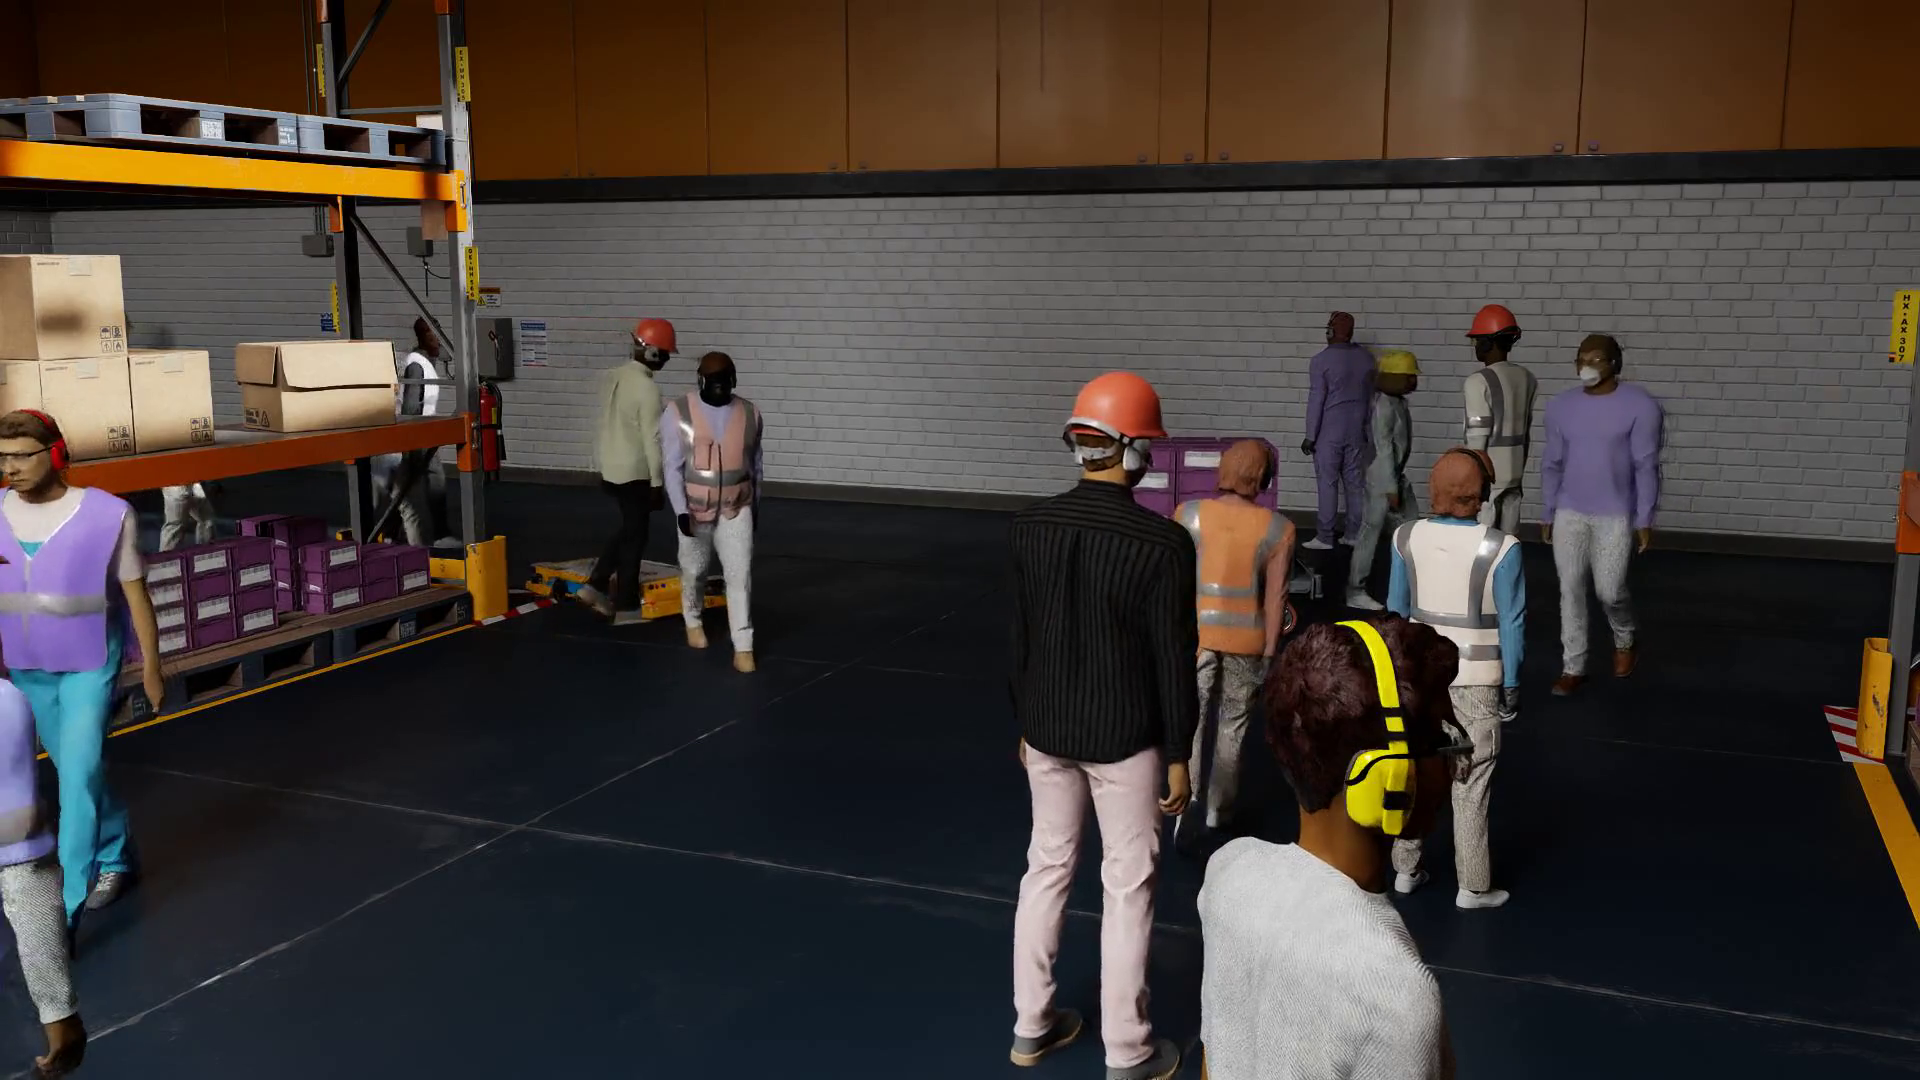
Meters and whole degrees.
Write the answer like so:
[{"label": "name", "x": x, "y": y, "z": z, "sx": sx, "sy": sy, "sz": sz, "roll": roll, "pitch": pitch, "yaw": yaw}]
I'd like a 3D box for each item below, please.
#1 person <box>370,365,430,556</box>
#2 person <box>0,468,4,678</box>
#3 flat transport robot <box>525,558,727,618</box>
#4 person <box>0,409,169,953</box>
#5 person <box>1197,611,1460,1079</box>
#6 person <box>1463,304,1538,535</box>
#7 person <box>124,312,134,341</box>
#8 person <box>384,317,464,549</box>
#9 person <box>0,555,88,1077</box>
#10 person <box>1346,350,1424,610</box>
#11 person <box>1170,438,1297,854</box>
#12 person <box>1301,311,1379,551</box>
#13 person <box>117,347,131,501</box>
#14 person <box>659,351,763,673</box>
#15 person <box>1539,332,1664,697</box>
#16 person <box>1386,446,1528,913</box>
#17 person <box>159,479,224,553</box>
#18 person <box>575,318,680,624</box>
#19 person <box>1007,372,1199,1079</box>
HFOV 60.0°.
[{"label": "person", "x": -3.965, "y": -0.472, "z": 11.791, "sx": 0.714, "sy": 1.608, "sz": 0.510, "roll": -8, "pitch": 12, "yaw": -40}, {"label": "person", "x": -3.815, "y": 0.273, "z": 6.300, "sx": 0.359, "sy": 1.937, "sz": 0.635, "roll": -1, "pitch": 9, "yaw": -7}, {"label": "flat transport robot", "x": -2.254, "y": 0.293, "z": 11.215, "sx": 1.431, "sy": 0.197, "sz": 0.652, "roll": 8, "pitch": 13, "yaw": 41}, {"label": "person", "x": -3.047, "y": 0.464, "z": 5.571, "sx": 0.562, "sy": 1.788, "sz": 0.944, "roll": 0, "pitch": 9, "yaw": 1}, {"label": "person", "x": 0.467, "y": 1.007, "z": 2.057, "sx": 0.329, "sy": 1.872, "sz": 0.508, "roll": -3, "pitch": 10, "yaw": -18}, {"label": "person", "x": 3.118, "y": -0.362, "z": 9.829, "sx": 0.614, "sy": 2.041, "sz": 0.393, "roll": -8, "pitch": 12, "yaw": -39}, {"label": "person", "x": -9.350, "y": -1.651, "z": 18.448, "sx": 0.407, "sy": 1.787, "sz": 0.705, "roll": -7, "pitch": 12, "yaw": -38}, {"label": "person", "x": -4.355, "y": -0.855, "z": 13.371, "sx": 0.686, "sy": 1.869, "sz": 0.642, "roll": -2, "pitch": 10, "yaw": -14}, {"label": "person", "x": -1.996, "y": 0.831, "z": 3.120, "sx": 0.562, "sy": 1.885, "sz": 0.956, "roll": 3, "pitch": 10, "yaw": 17}, {"label": "person", "x": 2.906, "y": -0.370, "z": 10.841, "sx": 0.796, "sy": 1.711, "sz": 0.514, "roll": 5, "pitch": 11, "yaw": 30}, {"label": "person", "x": 1.016, "y": 0.411, "z": 6.432, "sx": 0.528, "sy": 1.610, "sz": 0.682, "roll": 2, "pitch": 10, "yaw": 14}, {"label": "person", "x": 3.002, "y": -0.863, "z": 13.277, "sx": 0.638, "sy": 1.910, "sz": 0.407, "roll": -5, "pitch": 10, "yaw": -26}, {"label": "person", "x": -8.210, "y": -1.282, "z": 15.889, "sx": 0.355, "sy": 1.882, "sz": 0.576, "roll": 9, "pitch": 13, "yaw": 44}, {"label": "person", "x": -1.425, "y": -0.192, "z": 9.585, "sx": 0.606, "sy": 1.809, "sz": 0.935, "roll": -3, "pitch": 10, "yaw": -18}, {"label": "person", "x": 3.373, "y": -0.133, "z": 8.792, "sx": 0.639, "sy": 1.928, "sz": 0.526, "roll": 9, "pitch": 13, "yaw": 42}, {"label": "person", "x": 1.741, "y": 0.490, "z": 5.871, "sx": 0.519, "sy": 1.645, "sz": 0.307, "roll": 9, "pitch": 13, "yaw": 43}, {"label": "person", "x": -5.215, "y": -0.400, "z": 11.349, "sx": 0.666, "sy": 1.614, "sz": 0.518, "roll": -5, "pitch": 11, "yaw": -29}, {"label": "person", "x": -2.031, "y": -0.412, "z": 10.433, "sx": 0.560, "sy": 1.946, "sz": 0.668, "roll": -6, "pitch": 11, "yaw": -33}, {"label": "person", "x": 0.399, "y": 0.528, "z": 4.627, "sx": 0.614, "sy": 1.983, "sz": 0.412, "roll": 7, "pitch": 12, "yaw": 38}]
